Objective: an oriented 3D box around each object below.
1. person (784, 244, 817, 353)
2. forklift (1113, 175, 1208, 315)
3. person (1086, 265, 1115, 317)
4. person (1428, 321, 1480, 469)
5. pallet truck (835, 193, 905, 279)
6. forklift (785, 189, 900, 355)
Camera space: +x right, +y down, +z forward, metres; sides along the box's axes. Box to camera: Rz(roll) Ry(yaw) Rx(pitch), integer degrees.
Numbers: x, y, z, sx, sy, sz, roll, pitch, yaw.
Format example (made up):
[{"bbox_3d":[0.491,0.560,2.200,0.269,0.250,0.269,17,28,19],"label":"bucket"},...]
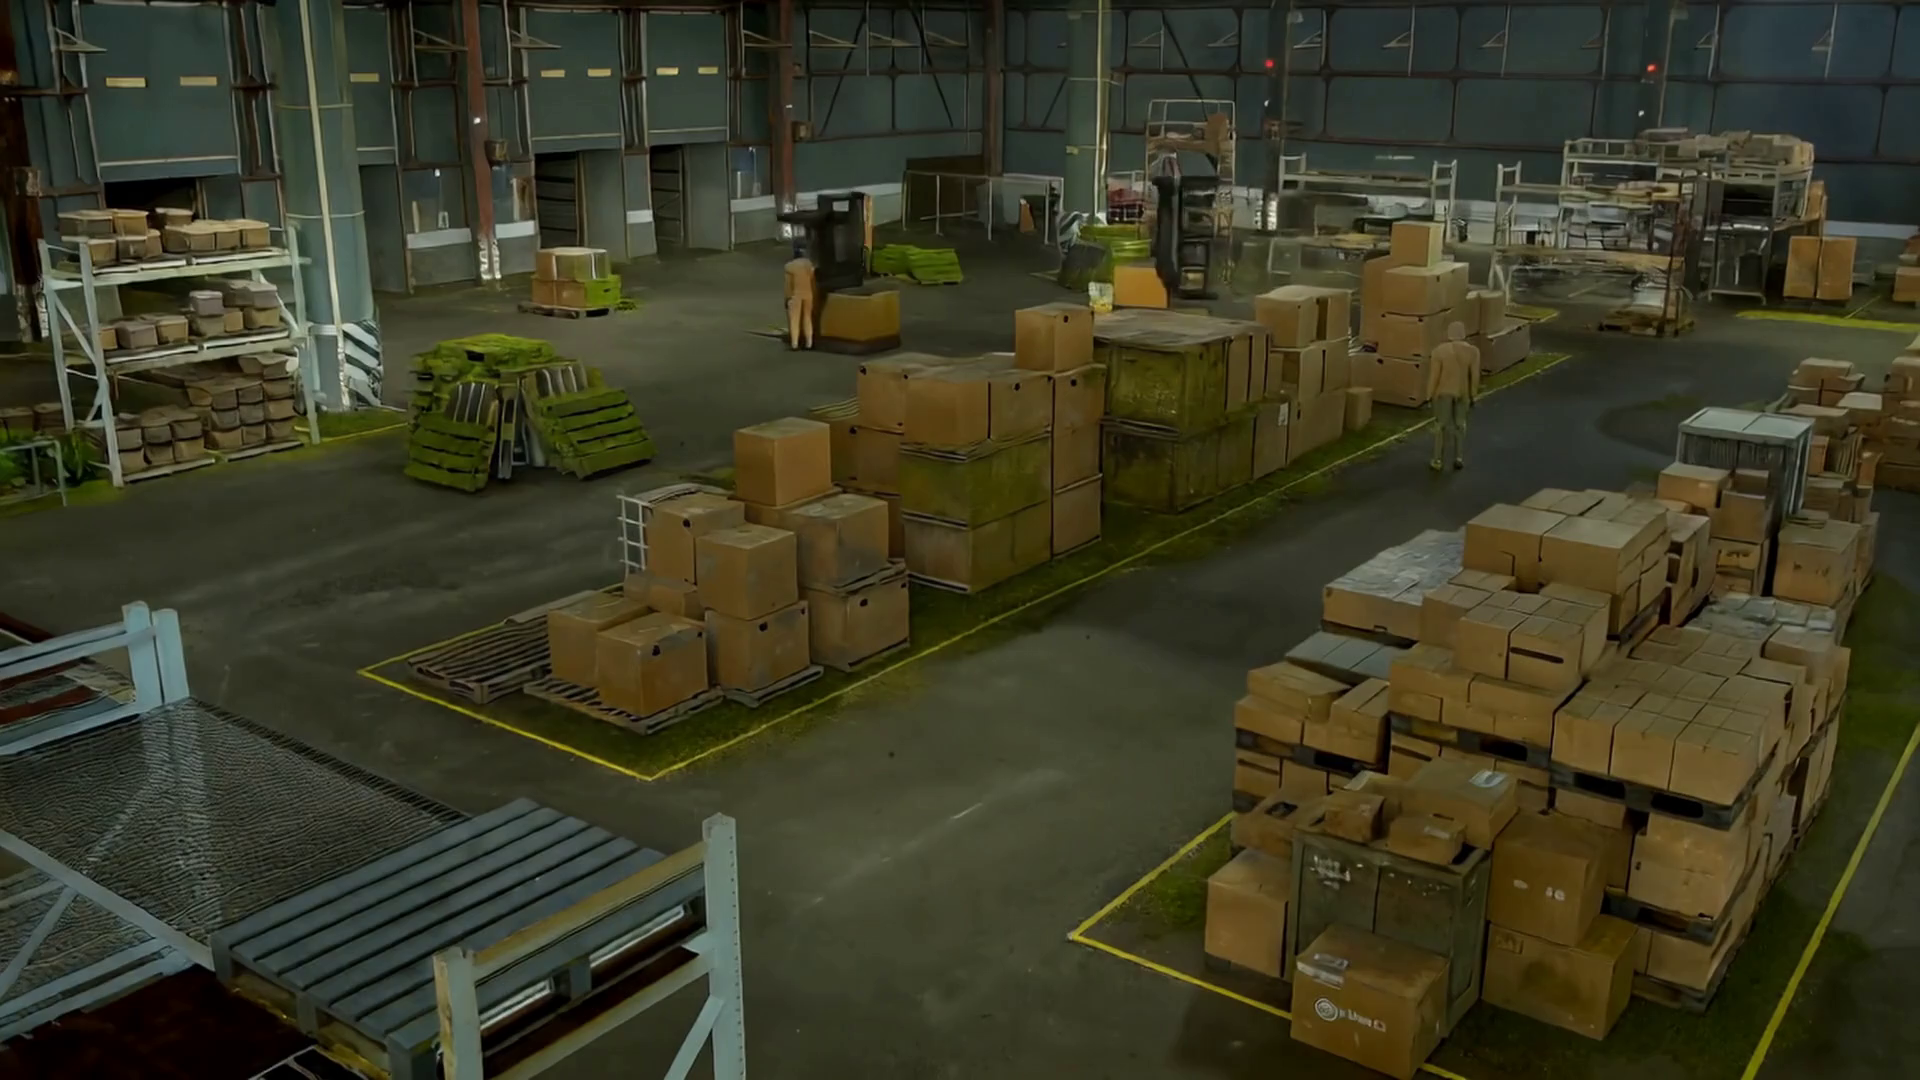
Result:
[{"bbox_3d":[-2.838,-4.310,29.675,0.632,1.930,0.387,-9,19,-28],"label":"person"},{"bbox_3d":[4.016,-5.765,32.864,1.873,2.768,1.129,2,17,8],"label":"forklift"},{"bbox_3d":[2.401,-3.882,28.643,0.534,1.697,0.318,11,20,31],"label":"person"},{"bbox_3d":[6.394,-1.882,21.610,0.627,1.941,0.371,1,17,4],"label":"person"},{"bbox_3d":[-1.936,-7.159,38.982,1.885,1.965,0.823,-12,21,-34],"label":"pallet truck"},{"bbox_3d":[-2.103,-4.831,29.771,1.873,2.768,1.129,12,21,35],"label":"forklift"}]
